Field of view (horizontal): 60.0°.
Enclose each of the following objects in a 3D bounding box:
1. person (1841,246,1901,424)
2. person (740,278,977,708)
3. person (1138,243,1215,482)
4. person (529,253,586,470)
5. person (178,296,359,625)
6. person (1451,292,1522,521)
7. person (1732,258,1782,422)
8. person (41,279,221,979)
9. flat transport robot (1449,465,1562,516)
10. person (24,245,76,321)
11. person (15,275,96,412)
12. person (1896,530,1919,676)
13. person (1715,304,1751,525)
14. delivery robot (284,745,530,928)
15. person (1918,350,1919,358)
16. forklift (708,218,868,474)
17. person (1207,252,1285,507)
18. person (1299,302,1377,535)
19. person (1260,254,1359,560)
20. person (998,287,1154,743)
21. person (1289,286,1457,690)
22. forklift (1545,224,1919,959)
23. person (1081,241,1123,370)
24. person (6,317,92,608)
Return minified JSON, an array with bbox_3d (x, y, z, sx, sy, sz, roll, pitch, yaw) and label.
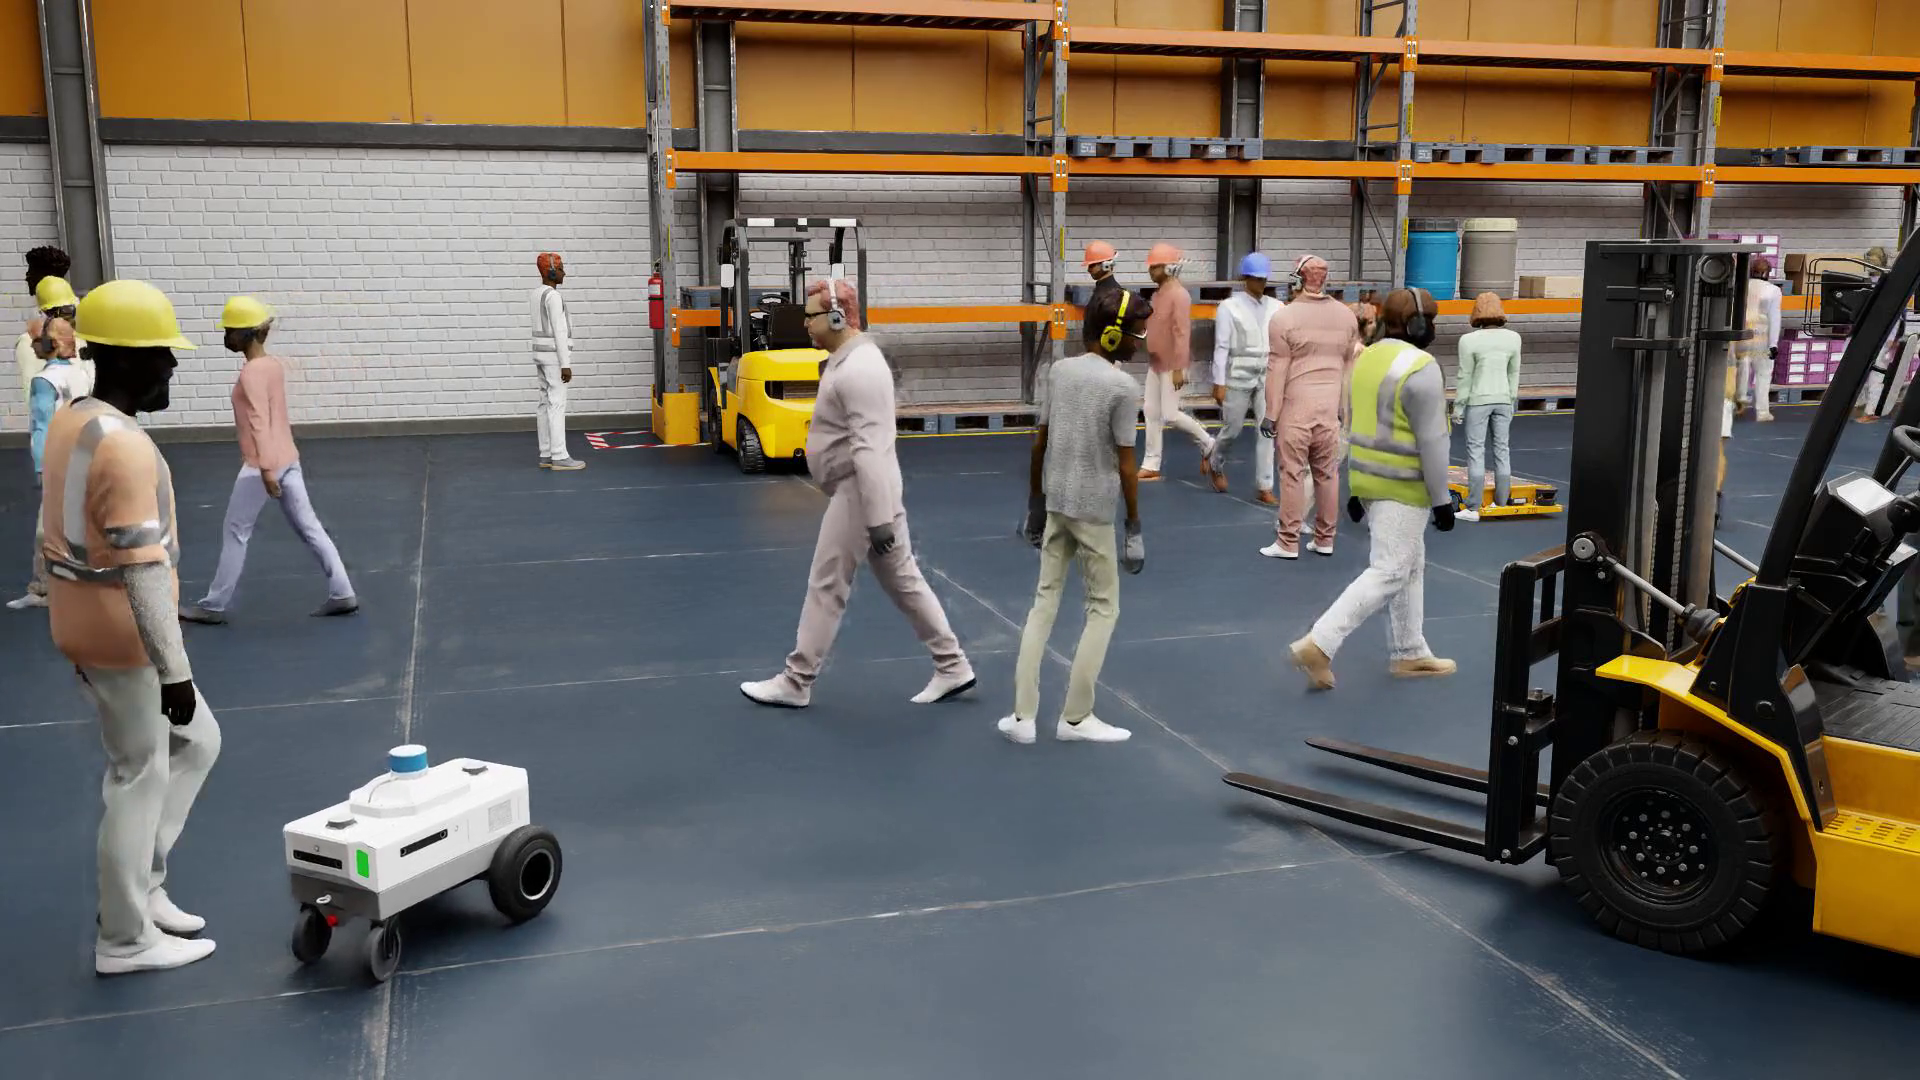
[{"bbox_3d":[9.861,-2.212,18.018,0.436,1.926,0.647,-5,12,-26],"label":"person"},{"bbox_3d":[-0.405,-0.172,7.075,1.017,1.864,0.649,0,10,2],"label":"person"},{"bbox_3d":[1.772,-1.456,13.722,0.723,1.978,0.619,-4,11,-19],"label":"person"},{"bbox_3d":[-3.542,-1.551,14.513,0.355,1.882,0.576,-7,13,-34],"label":"person"},{"bbox_3d":[-3.652,-0.407,8.700,0.922,1.719,0.528,-1,10,-4],"label":"person"},{"bbox_3d":[3.752,-0.946,11.874,0.498,1.633,0.281,-3,11,-15],"label":"person"},{"bbox_3d":[8.608,-2.167,18.150,0.914,1.801,0.630,-8,13,-37],"label":"person"},{"bbox_3d":[-2.225,0.254,4.535,0.474,1.905,0.623,-8,13,-36],"label":"person"},{"bbox_3d":[3.824,-0.388,12.551,0.652,0.197,1.431,-3,11,-17],"label":"flat transport robot"},{"bbox_3d":[-5.773,-0.897,10.691,0.365,1.966,0.608,-1,10,-4],"label":"person"},{"bbox_3d":[-5.530,-0.739,10.322,0.490,1.789,0.608,5,11,24],"label":"person"},{"bbox_3d":[4.419,-0.234,7.443,0.740,1.821,0.552,-2,10,-9],"label":"person"},{"bbox_3d":[5.316,-1.068,11.832,0.562,1.905,0.979,3,11,16],"label":"person"},{"bbox_3d":[-1.581,0.837,4.804,0.477,0.478,0.707,5,12,26],"label":"delivery robot"},{"bbox_3d":[10.083,-2.006,16.915,0.590,1.916,0.391,3,11,14],"label":"person"},{"bbox_3d":[-1.522,-1.778,14.899,1.214,2.155,2.313,-3,11,-17],"label":"forklift"},{"bbox_3d":[2.186,-1.243,12.737,0.623,1.918,0.885,-3,11,-17],"label":"person"},{"bbox_3d":[2.605,-0.816,11.288,0.874,1.588,0.525,-1,10,-3],"label":"person"},{"bbox_3d":[2.166,-0.828,10.467,0.643,1.913,0.411,-5,11,-25],"label":"person"},{"bbox_3d":[0.436,-0.085,6.639,0.456,1.830,0.643,-10,14,-43],"label":"person"},{"bbox_3d":[1.880,-0.222,7.443,0.841,1.814,0.630,-2,11,-10],"label":"person"},{"bbox_3d":[2.909,0.117,4.508,2.313,2.155,1.214,9,14,40],"label":"forklift"},{"bbox_3d":[1.215,-1.556,14.249,0.388,1.987,0.608,-2,10,-9],"label":"person"},{"bbox_3d":[-4.783,-0.404,8.978,0.816,1.604,0.522,-1,10,-7],"label":"person"}]
